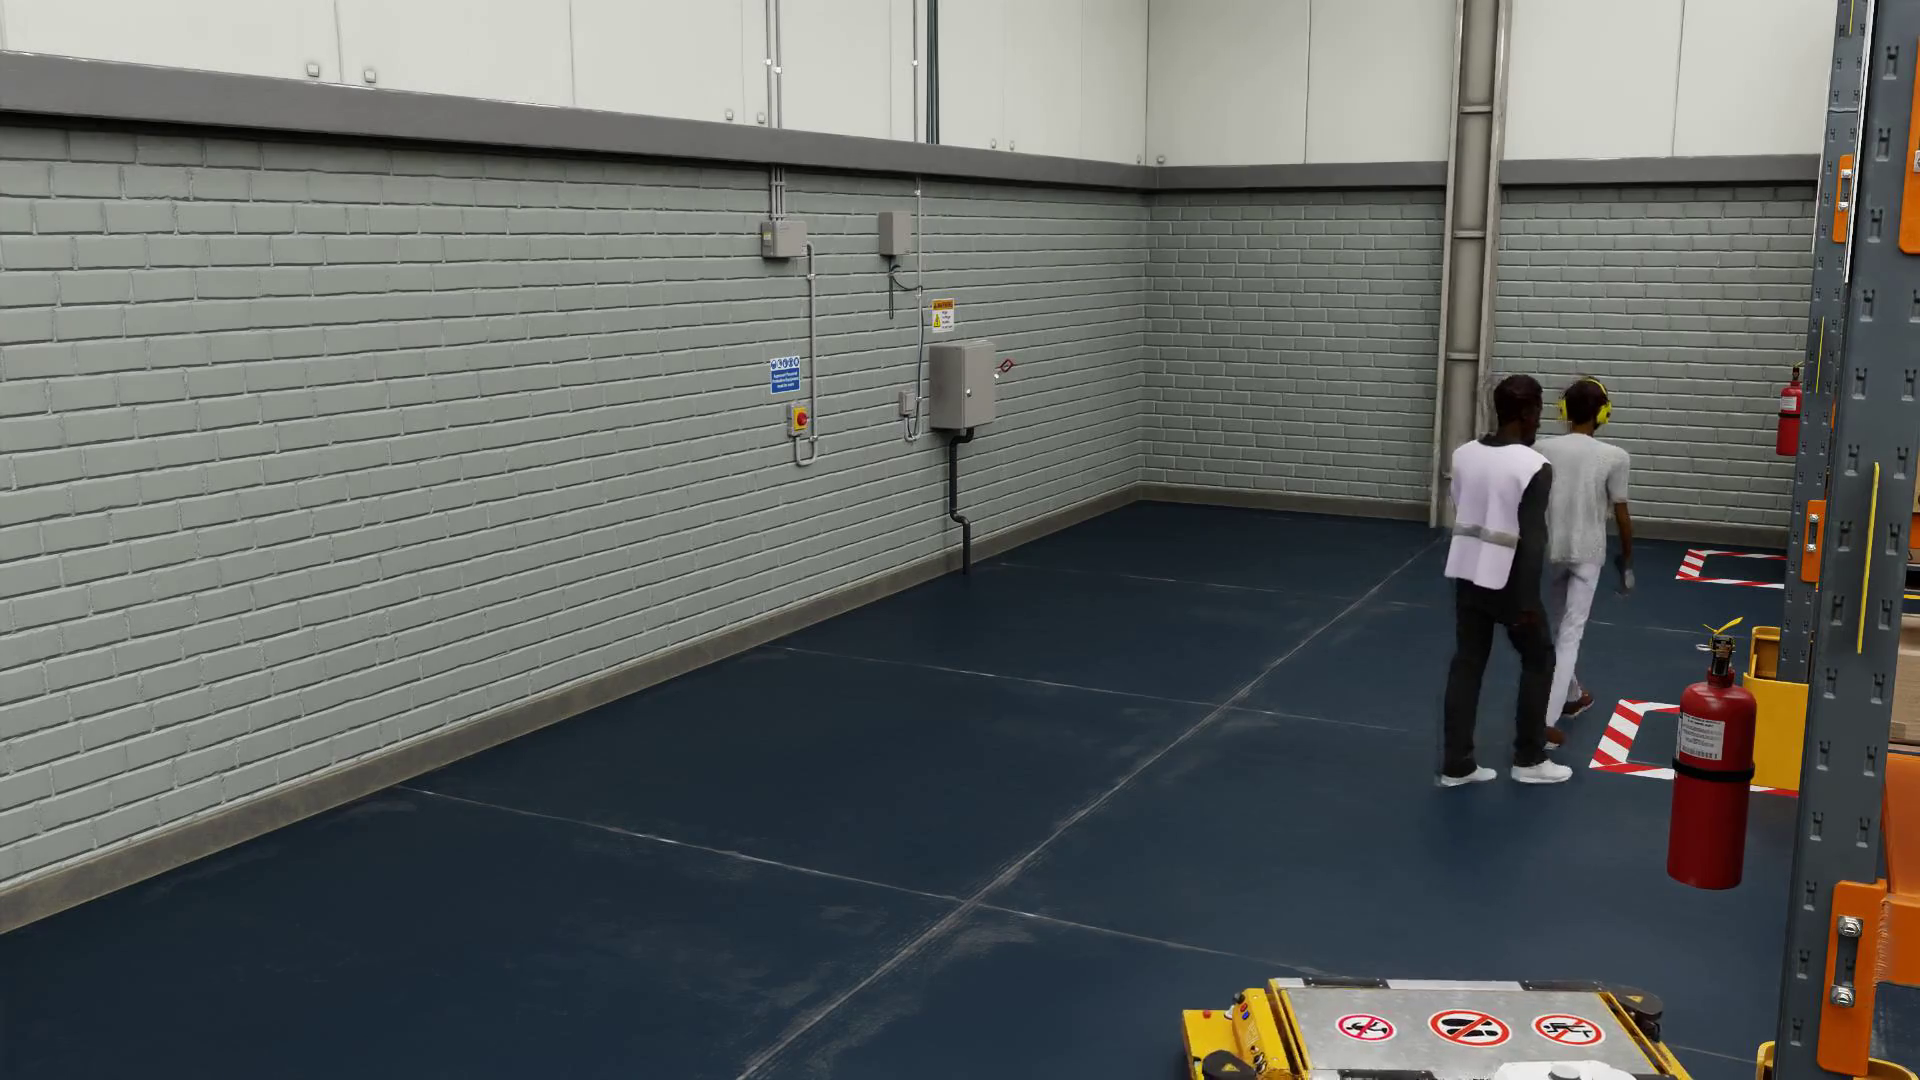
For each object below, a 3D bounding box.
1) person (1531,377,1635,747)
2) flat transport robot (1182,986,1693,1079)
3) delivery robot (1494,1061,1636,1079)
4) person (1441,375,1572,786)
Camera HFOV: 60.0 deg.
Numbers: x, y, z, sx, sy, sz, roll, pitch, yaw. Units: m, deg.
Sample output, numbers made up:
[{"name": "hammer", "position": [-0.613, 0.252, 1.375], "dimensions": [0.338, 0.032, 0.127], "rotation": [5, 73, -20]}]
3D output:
[{"name": "person", "position": [3.077, 0.095, 8.347], "dimensions": [0.549, 1.820, 0.996], "rotation": [9, 14, 40]}, {"name": "flat transport robot", "position": [1.397, 1.510, 4.838], "dimensions": [1.431, 0.197, 0.652], "rotation": [0, 10, 2]}, {"name": "delivery robot", "position": [1.526, 1.490, 3.916], "dimensions": [0.477, 0.478, 0.707], "rotation": [-1, 10, -3]}, {"name": "person", "position": [2.530, 0.194, 7.605], "dimensions": [0.732, 1.896, 0.594], "rotation": [-6, 12, -28]}]
